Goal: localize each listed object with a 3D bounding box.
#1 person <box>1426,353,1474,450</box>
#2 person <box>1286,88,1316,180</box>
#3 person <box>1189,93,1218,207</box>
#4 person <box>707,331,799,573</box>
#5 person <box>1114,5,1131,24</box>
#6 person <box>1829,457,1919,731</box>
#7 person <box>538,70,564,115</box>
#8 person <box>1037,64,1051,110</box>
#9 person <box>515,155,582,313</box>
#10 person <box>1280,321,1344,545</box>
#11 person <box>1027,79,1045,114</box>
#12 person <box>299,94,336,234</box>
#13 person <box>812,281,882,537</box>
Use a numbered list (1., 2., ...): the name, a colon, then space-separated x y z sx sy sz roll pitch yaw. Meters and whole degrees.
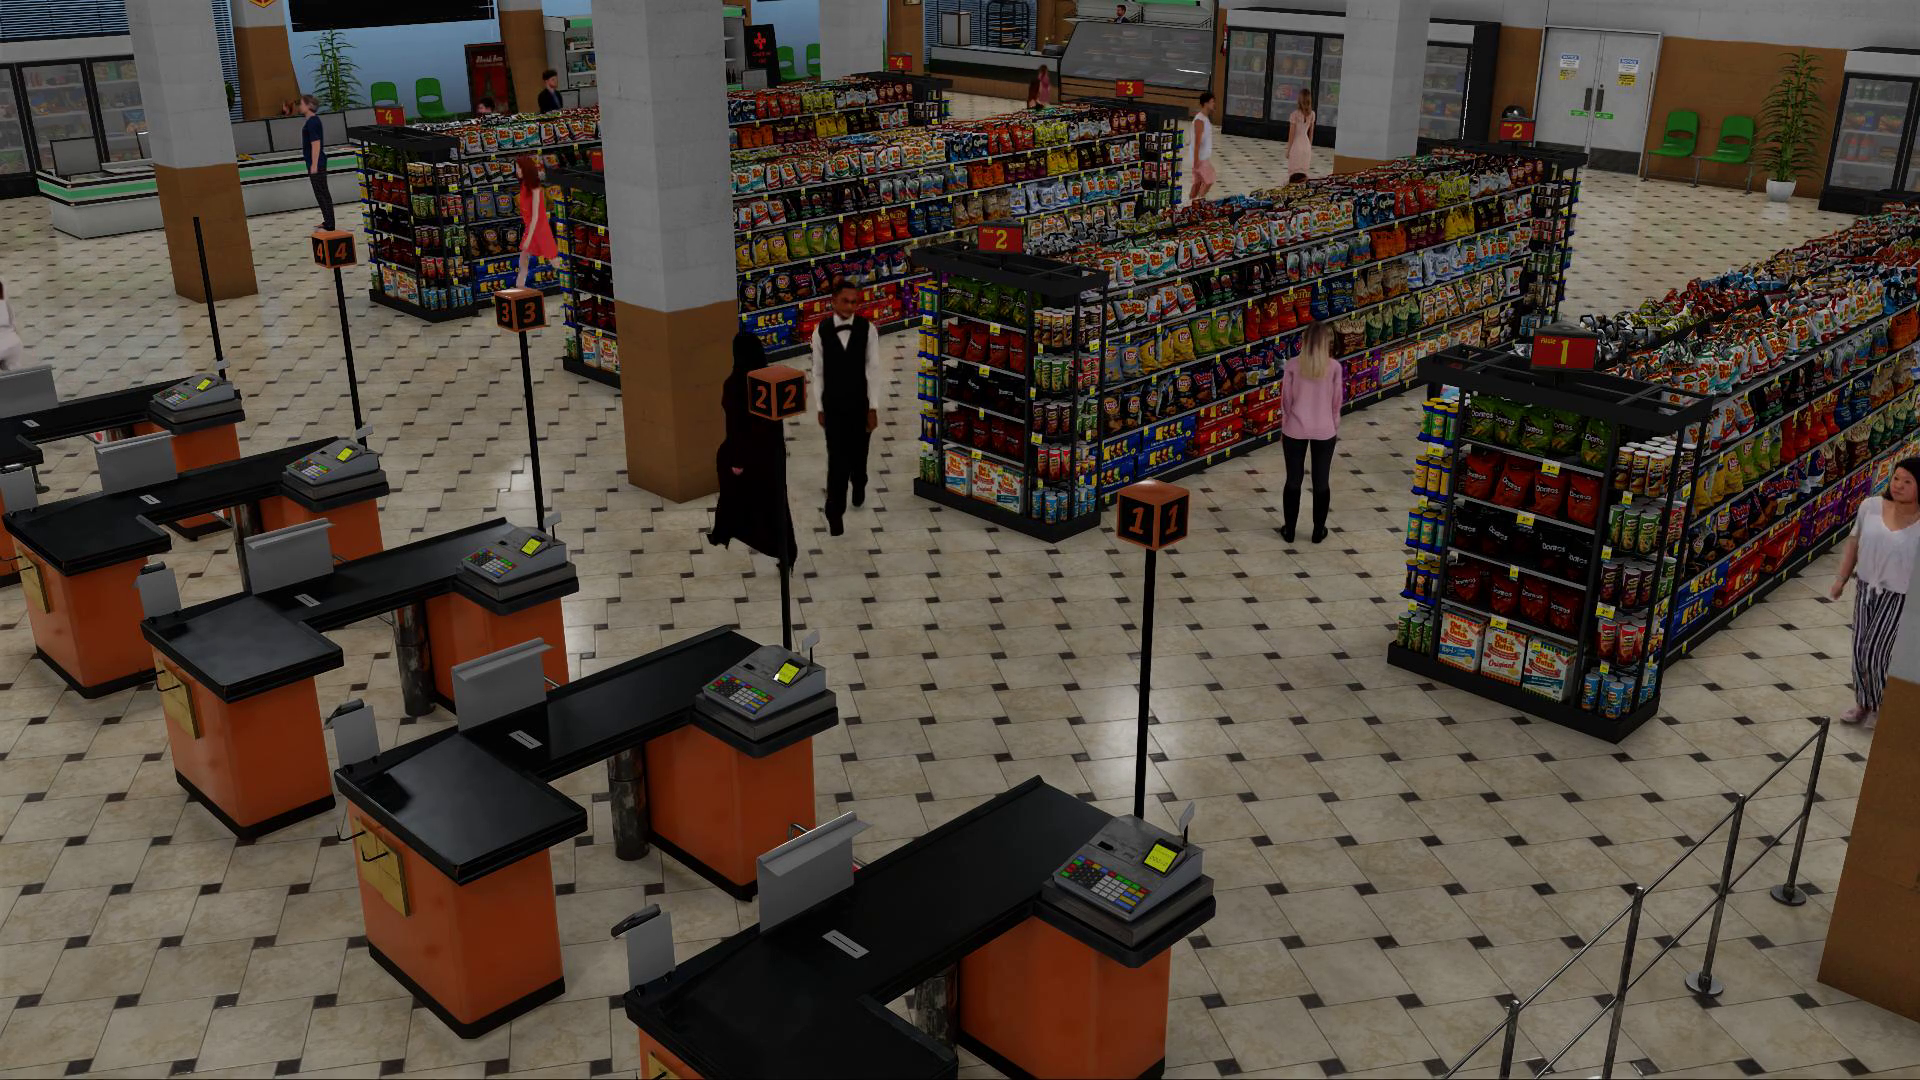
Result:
1. person: 3.860 -0.918 13.169 0.594 1.269 0.635 7 23 17
2. person: 4.927 -5.611 24.097 0.569 1.830 0.699 -8 23 -19
3. person: 3.380 -5.530 23.975 0.867 1.770 0.772 5 23 13
4. person: -1.388 -0.568 11.723 0.729 1.699 1.051 20 29 41
5. person: 3.714 -11.423 38.511 0.625 1.868 0.561 20 30 41
6. person: 5.405 0.296 9.614 0.819 1.668 0.784 -11 24 -25
7. person: -6.393 -6.311 25.813 1.099 1.849 1.272 9 23 20
8. person: 1.715 -9.284 34.327 0.539 1.017 0.599 0 22 0
9. person: -4.607 -3.357 18.575 1.184 1.765 0.705 -16 27 -34
10. person: 2.585 -0.796 12.304 0.684 1.687 0.708 5 22 12
11. person: 1.074 -6.326 26.063 0.914 1.691 1.139 9 24 22
12. person: -8.930 -5.230 23.093 0.714 1.871 0.736 -7 23 -17
13. person: -0.831 -1.047 12.689 1.262 1.867 1.256 -1 22 -3
